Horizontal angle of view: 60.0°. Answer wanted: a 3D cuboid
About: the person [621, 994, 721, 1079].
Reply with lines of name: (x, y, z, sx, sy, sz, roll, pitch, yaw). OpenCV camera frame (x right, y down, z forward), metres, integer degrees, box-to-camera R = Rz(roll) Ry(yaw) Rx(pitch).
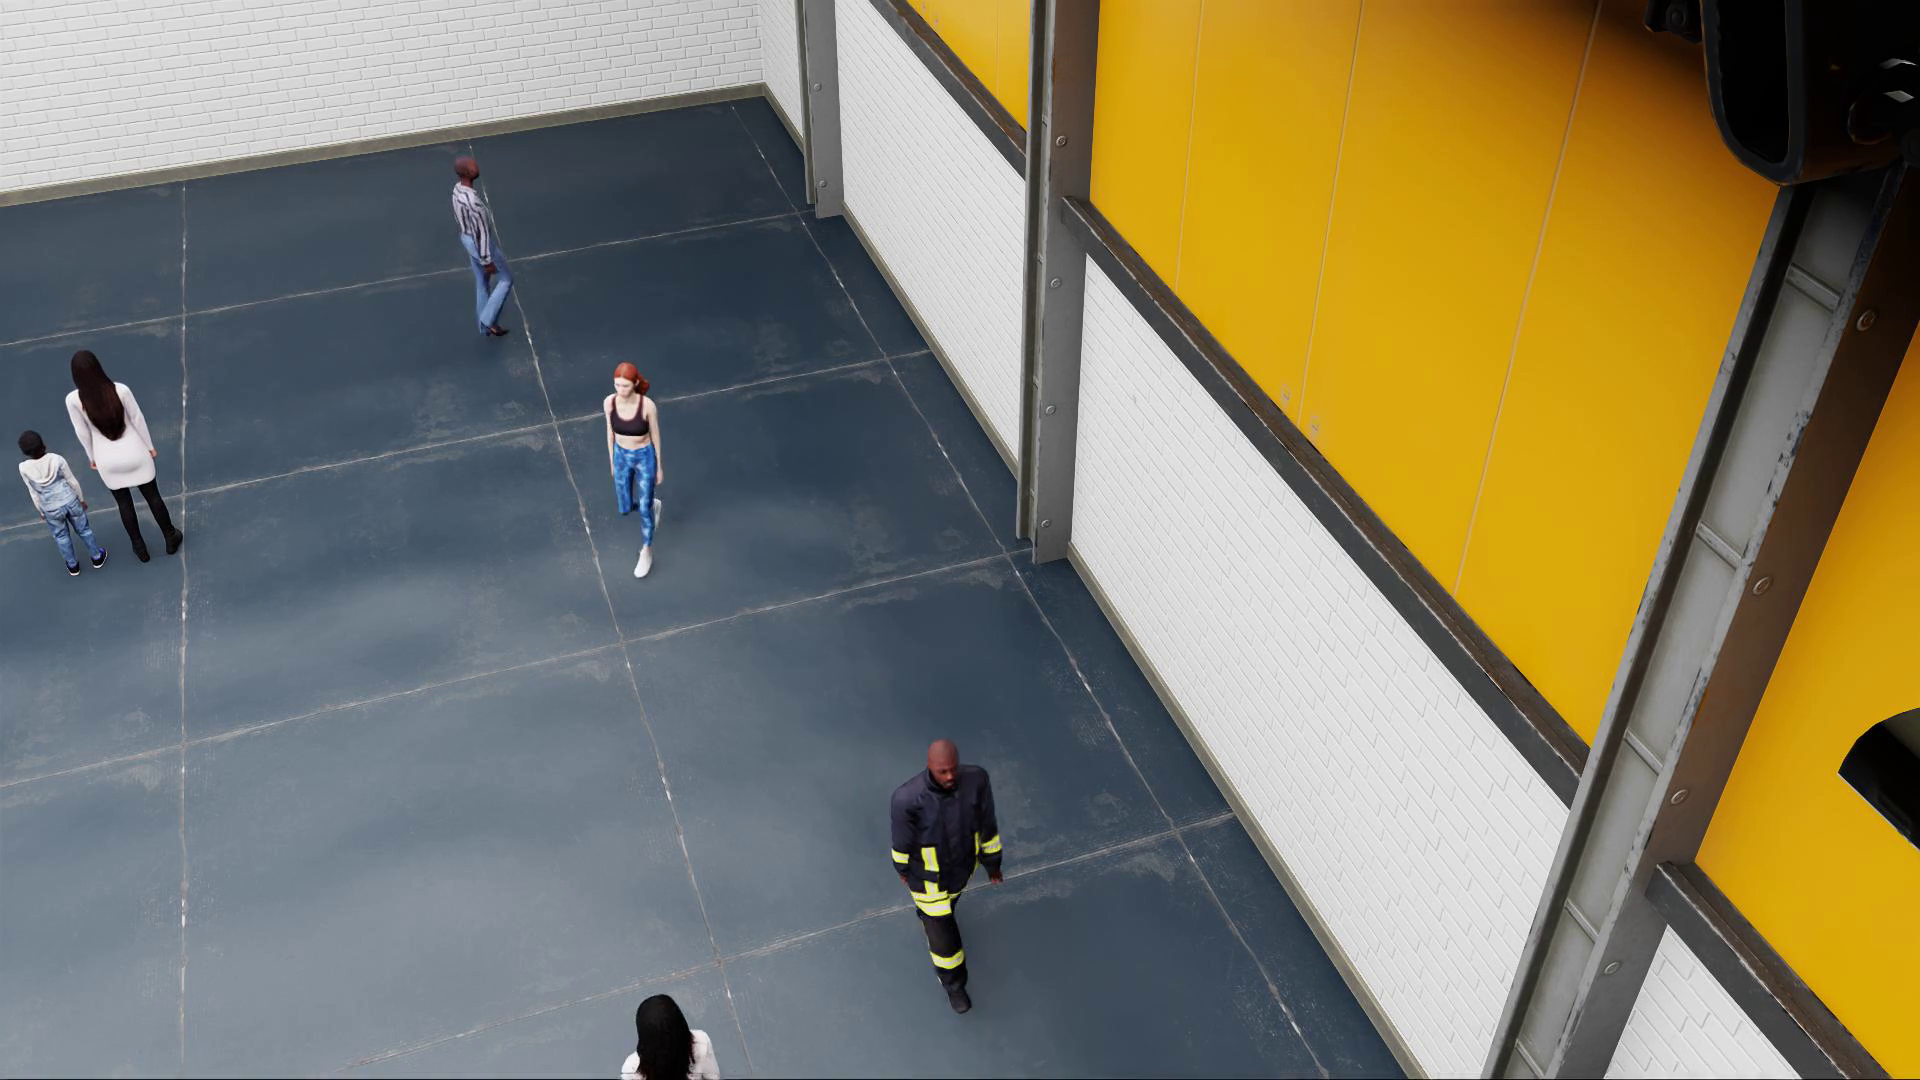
person: (-1.357, 2.876, 8.109, 0.822, 1.662, 1.135, -25, 45, -28)

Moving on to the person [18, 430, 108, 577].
person: (-6.720, -0.287, 12.391, 0.505, 1.262, 0.525, -19, 42, -22)

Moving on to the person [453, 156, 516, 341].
person: (-4.347, -2.545, 14.802, 0.784, 1.782, 0.633, -23, 44, -26)

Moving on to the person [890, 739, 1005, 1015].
person: (-0.129, 1.720, 9.459, 0.795, 1.784, 1.132, -16, 41, -19)

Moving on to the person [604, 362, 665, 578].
person: (-2.375, -0.584, 12.351, 0.809, 1.776, 0.947, 6, 39, 7)

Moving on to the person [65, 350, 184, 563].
person: (-6.250, -0.620, 12.371, 0.625, 1.807, 0.533, -16, 41, -19)
